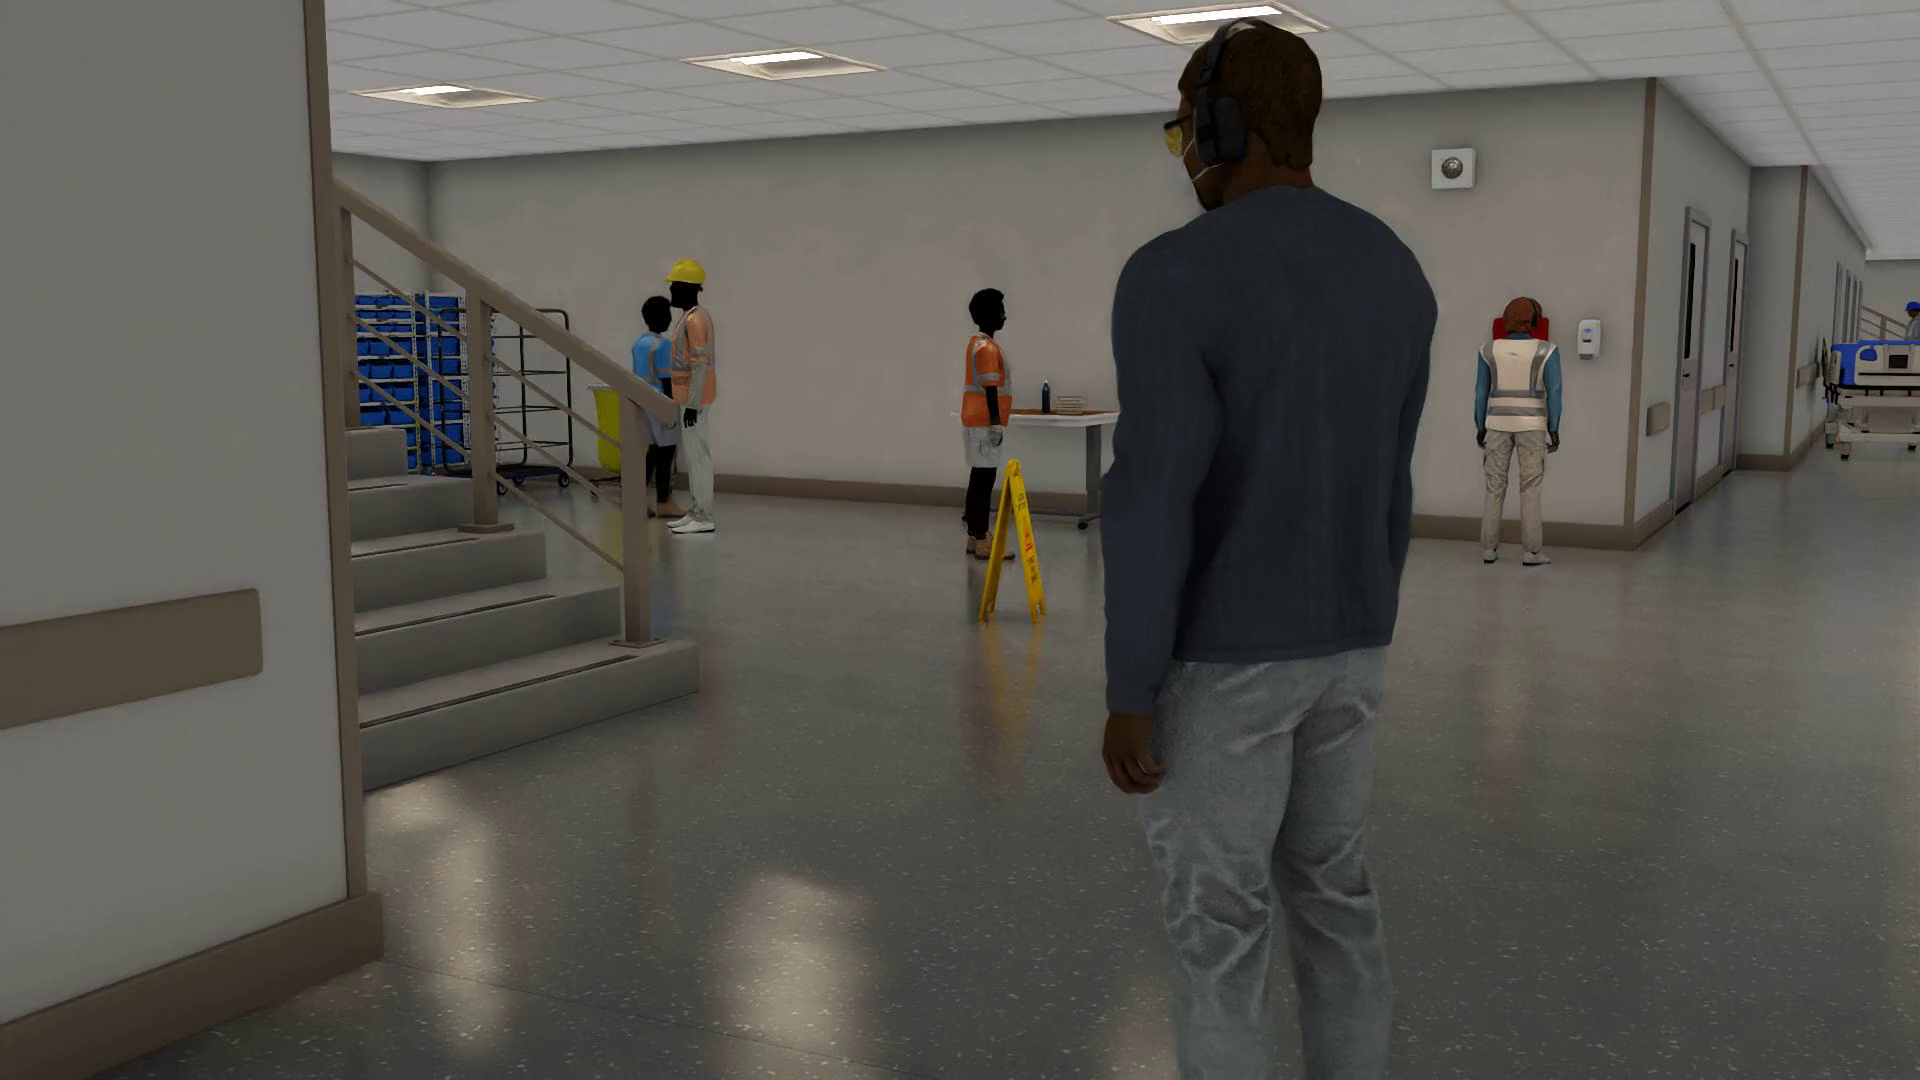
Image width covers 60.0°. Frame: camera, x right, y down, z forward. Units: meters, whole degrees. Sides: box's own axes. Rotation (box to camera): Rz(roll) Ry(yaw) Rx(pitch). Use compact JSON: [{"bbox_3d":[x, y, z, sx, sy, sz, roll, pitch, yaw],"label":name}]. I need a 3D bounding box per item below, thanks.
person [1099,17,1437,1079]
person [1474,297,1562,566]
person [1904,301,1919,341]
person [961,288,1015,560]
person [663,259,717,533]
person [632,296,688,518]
[{"bbox_3d":[0.462,0.185,2.565,0.630,1.932,0.379,-5,9,-36],"label":"person"},{"bbox_3d":[3.402,-0.659,10.159,0.522,1.639,0.305,5,9,34],"label":"person"},{"bbox_3d":[19.496,-3.902,33.982,0.445,1.933,0.632,1,7,9],"label":"person"},{"bbox_3d":[0.171,-0.724,10.444,0.318,1.697,0.535,-1,8,-9],"label":"person"},{"bbox_3d":[-1.902,-1.011,11.755,0.358,1.930,0.588,-2,8,-14],"label":"person"},{"bbox_3d":[-2.282,-0.987,12.529,0.416,1.689,0.543,-5,9,-35],"label":"person"}]
